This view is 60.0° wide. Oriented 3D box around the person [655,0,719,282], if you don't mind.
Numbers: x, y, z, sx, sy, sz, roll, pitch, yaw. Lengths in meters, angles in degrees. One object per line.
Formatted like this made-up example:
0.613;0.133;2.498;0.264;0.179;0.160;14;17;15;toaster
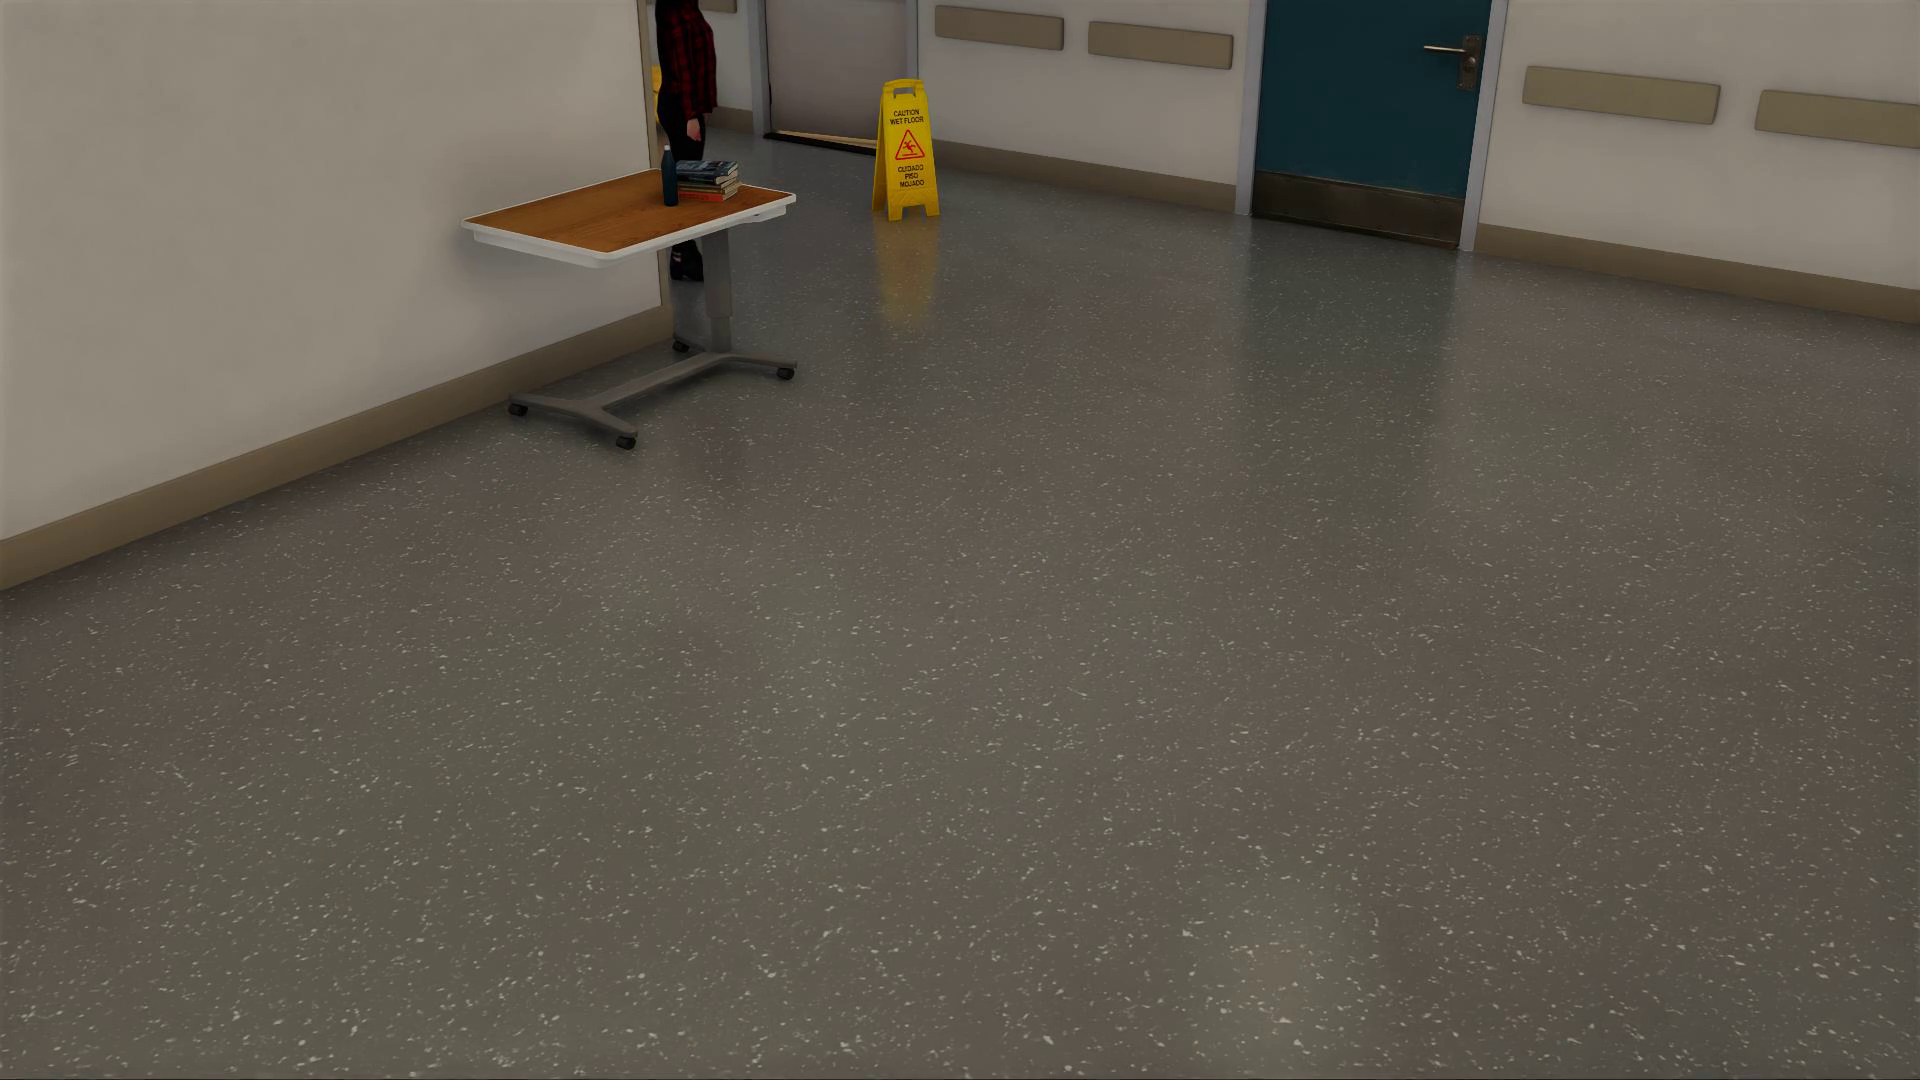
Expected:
-1.373;-2.113;8.202;0.705;1.651;0.658;-3;26;-5;person
